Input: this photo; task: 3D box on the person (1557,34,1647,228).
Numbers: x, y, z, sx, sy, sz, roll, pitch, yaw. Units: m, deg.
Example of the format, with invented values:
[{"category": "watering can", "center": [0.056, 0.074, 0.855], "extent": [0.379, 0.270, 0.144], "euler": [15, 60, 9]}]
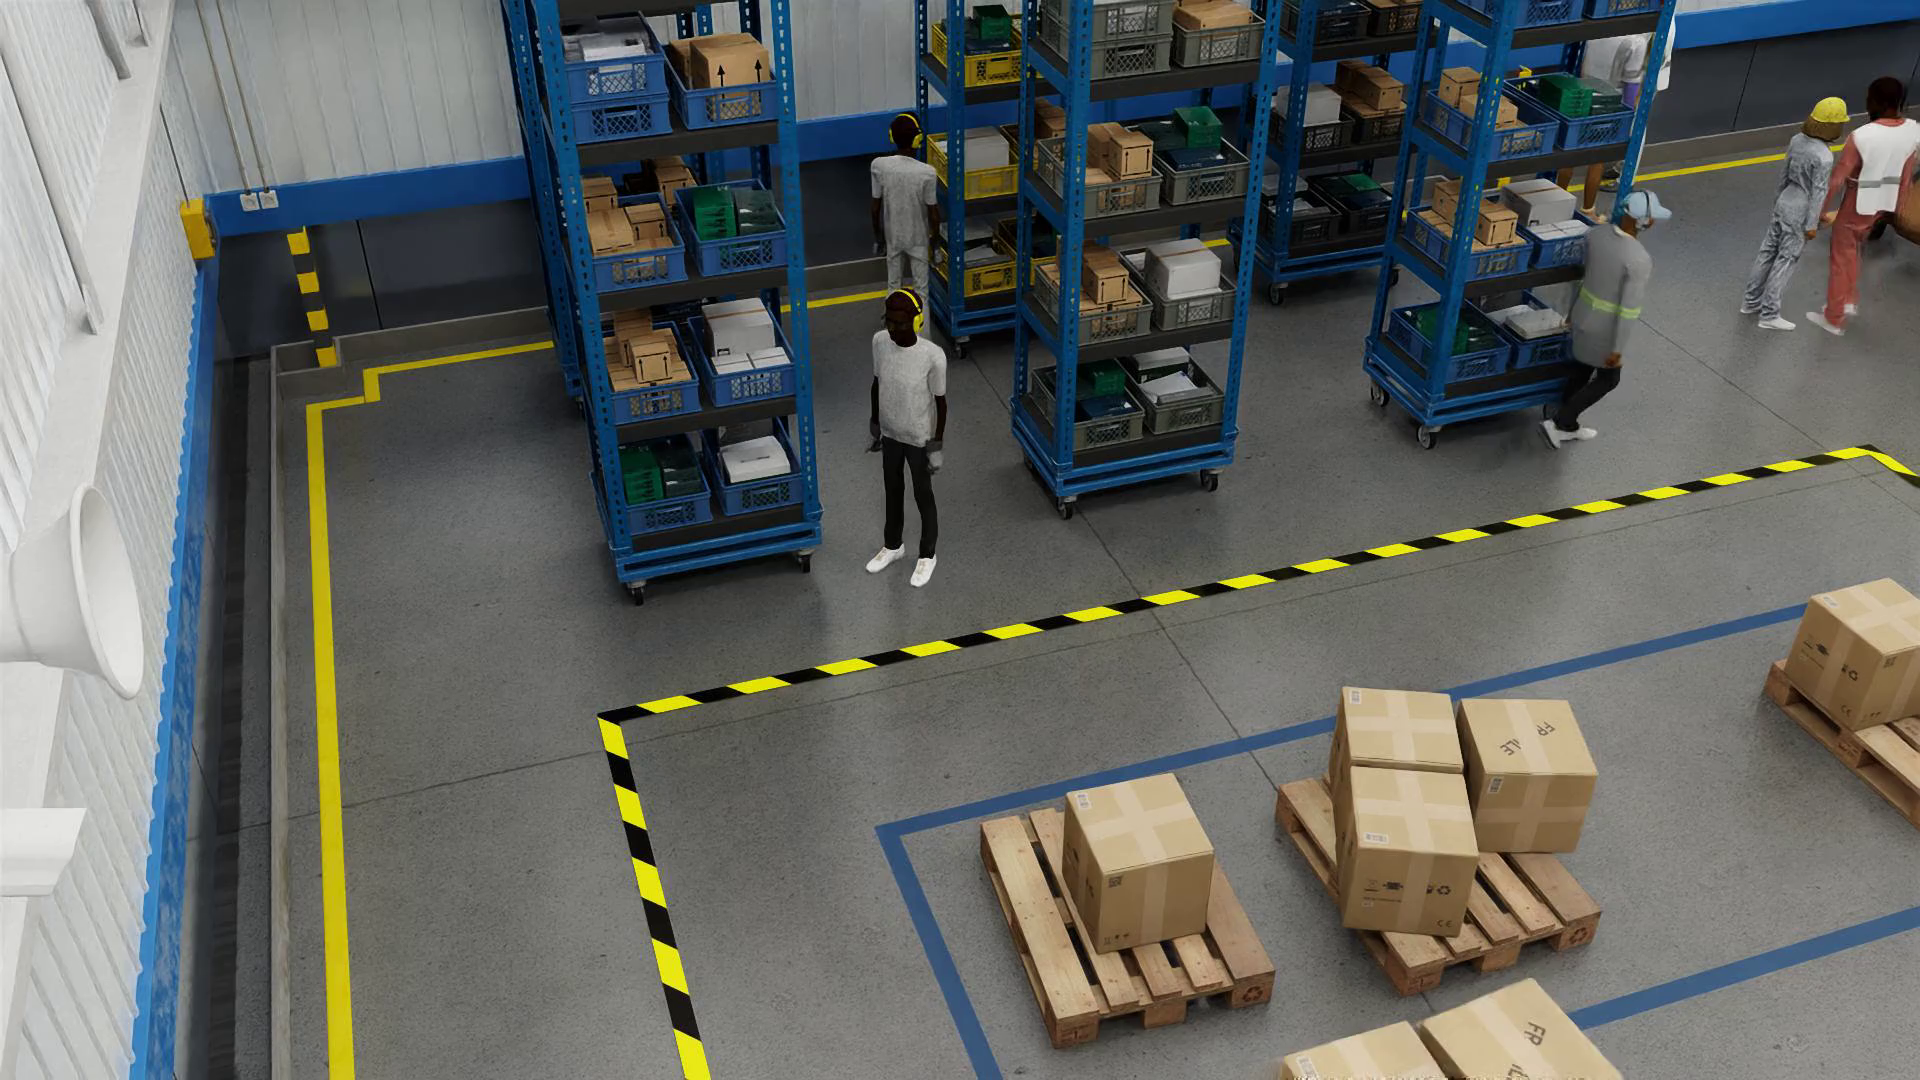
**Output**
[{"category": "person", "center": [5.212, -3.537, 13.535], "extent": [0.390, 2.040, 0.609], "euler": [-24, 42, -30]}]

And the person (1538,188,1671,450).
[{"category": "person", "center": [4.096, -1.382, 10.655], "extent": [0.571, 1.834, 0.615], "euler": [-10, 37, -14]}]

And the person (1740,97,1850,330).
[{"category": "person", "center": [6.130, -2.392, 12.165], "extent": [0.295, 1.743, 0.492], "euler": [-4, 35, -6]}]

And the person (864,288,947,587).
[{"category": "person", "center": [-0.317, -0.581, 9.491], "extent": [0.505, 1.872, 0.329], "euler": [19, 39, 24]}]

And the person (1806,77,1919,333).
[{"category": "person", "center": [6.541, -2.422, 12.089], "extent": [0.621, 1.885, 0.486], "euler": [-13, 37, -17]}]

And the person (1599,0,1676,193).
[{"category": "person", "center": [5.821, -3.873, 14.179], "extent": [0.391, 1.846, 0.563], "euler": [9, 36, 12]}]

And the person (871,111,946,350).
[{"category": "person", "center": [-0.359, -2.086, 11.624], "extent": [0.527, 1.871, 0.322], "euler": [11, 37, 15]}]
